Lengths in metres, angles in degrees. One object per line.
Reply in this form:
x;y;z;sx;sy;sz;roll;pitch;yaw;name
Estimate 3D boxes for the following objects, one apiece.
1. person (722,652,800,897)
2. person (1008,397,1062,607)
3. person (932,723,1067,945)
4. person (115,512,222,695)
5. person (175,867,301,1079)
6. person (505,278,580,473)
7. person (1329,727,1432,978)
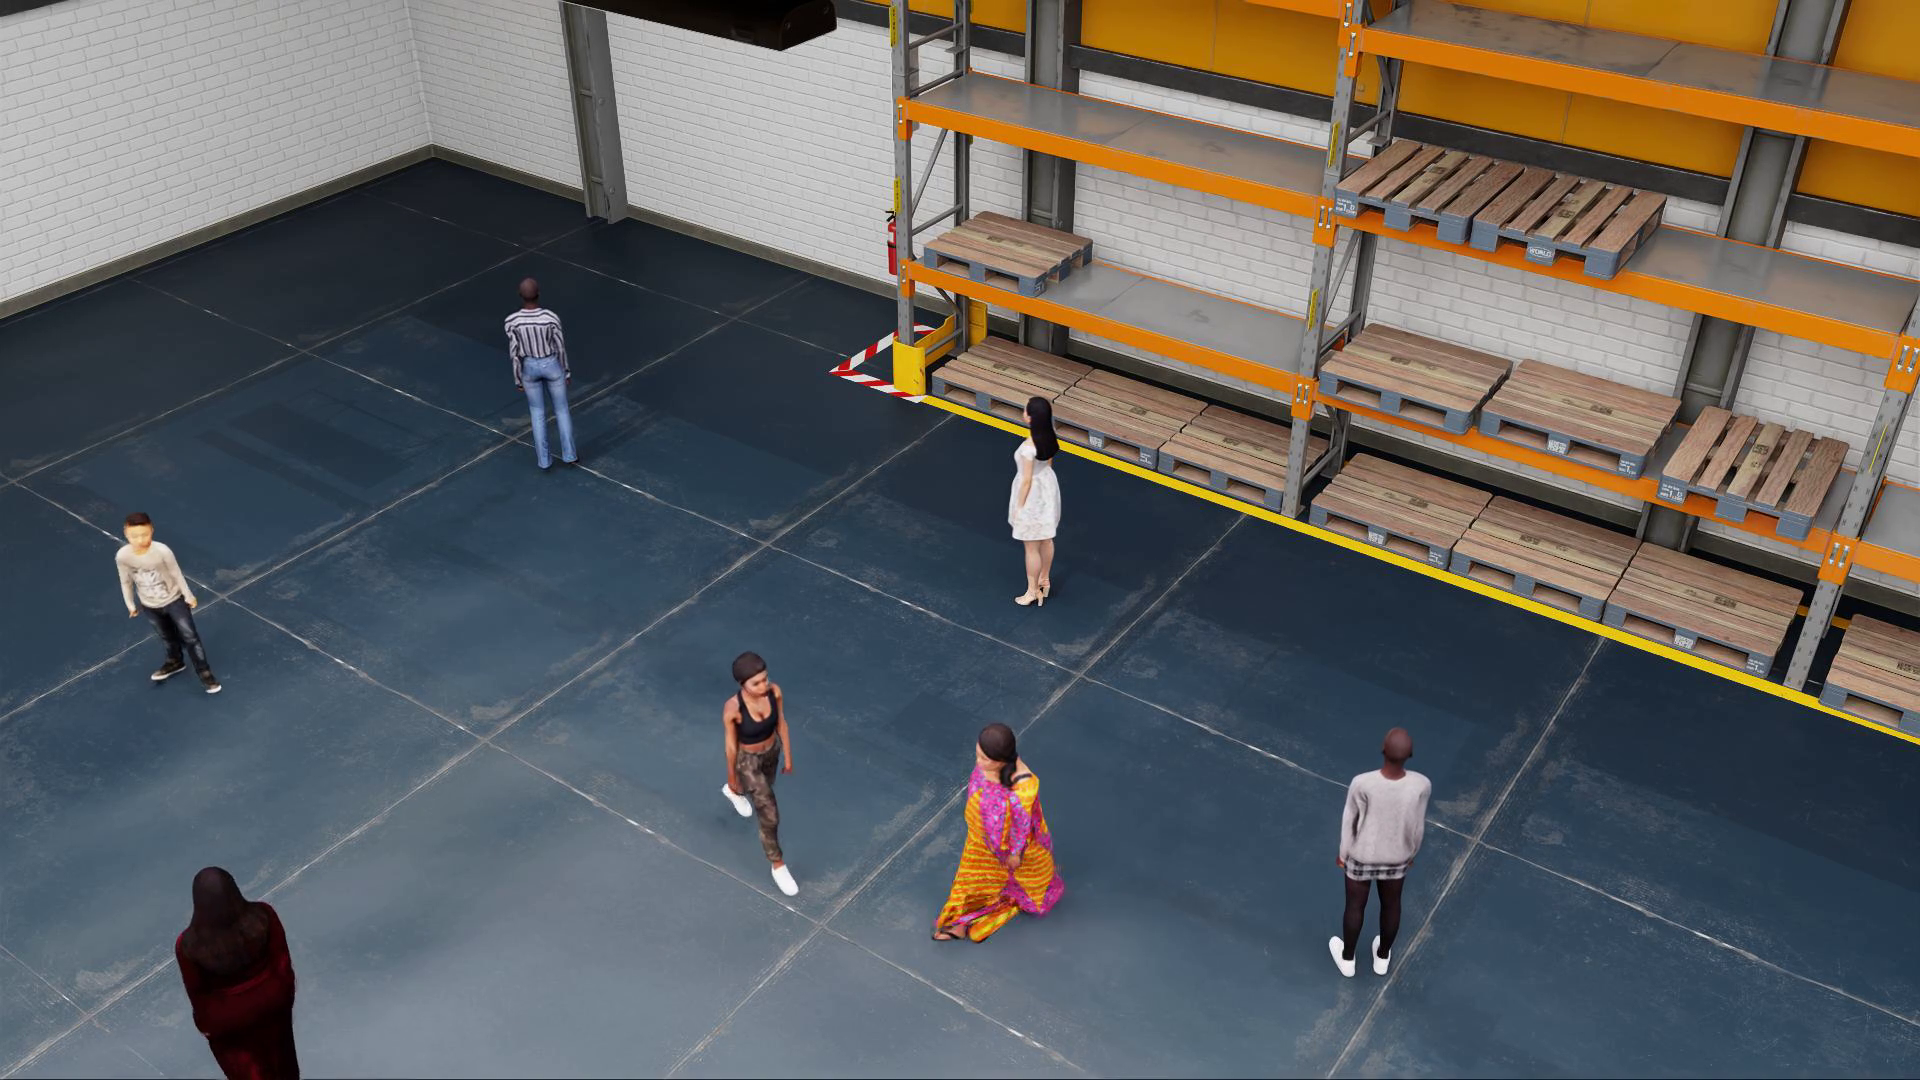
-1.280;1.320;10.159;0.763;1.667;1.191;-29;43;-36;person
0.566;-0.288;12.480;0.625;1.774;0.642;20;38;27;person
0.327;1.639;9.692;0.981;1.651;1.188;-22;39;-29;person
-5.632;0.399;11.739;0.848;1.451;0.914;-1;34;-1;person
-3.604;2.397;8.465;0.774;1.747;0.793;-23;40;-31;person
-3.537;-1.391;14.120;0.690;1.796;0.741;-7;34;-10;person
2.365;1.769;9.389;0.653;1.771;0.754;1;34;1;person
